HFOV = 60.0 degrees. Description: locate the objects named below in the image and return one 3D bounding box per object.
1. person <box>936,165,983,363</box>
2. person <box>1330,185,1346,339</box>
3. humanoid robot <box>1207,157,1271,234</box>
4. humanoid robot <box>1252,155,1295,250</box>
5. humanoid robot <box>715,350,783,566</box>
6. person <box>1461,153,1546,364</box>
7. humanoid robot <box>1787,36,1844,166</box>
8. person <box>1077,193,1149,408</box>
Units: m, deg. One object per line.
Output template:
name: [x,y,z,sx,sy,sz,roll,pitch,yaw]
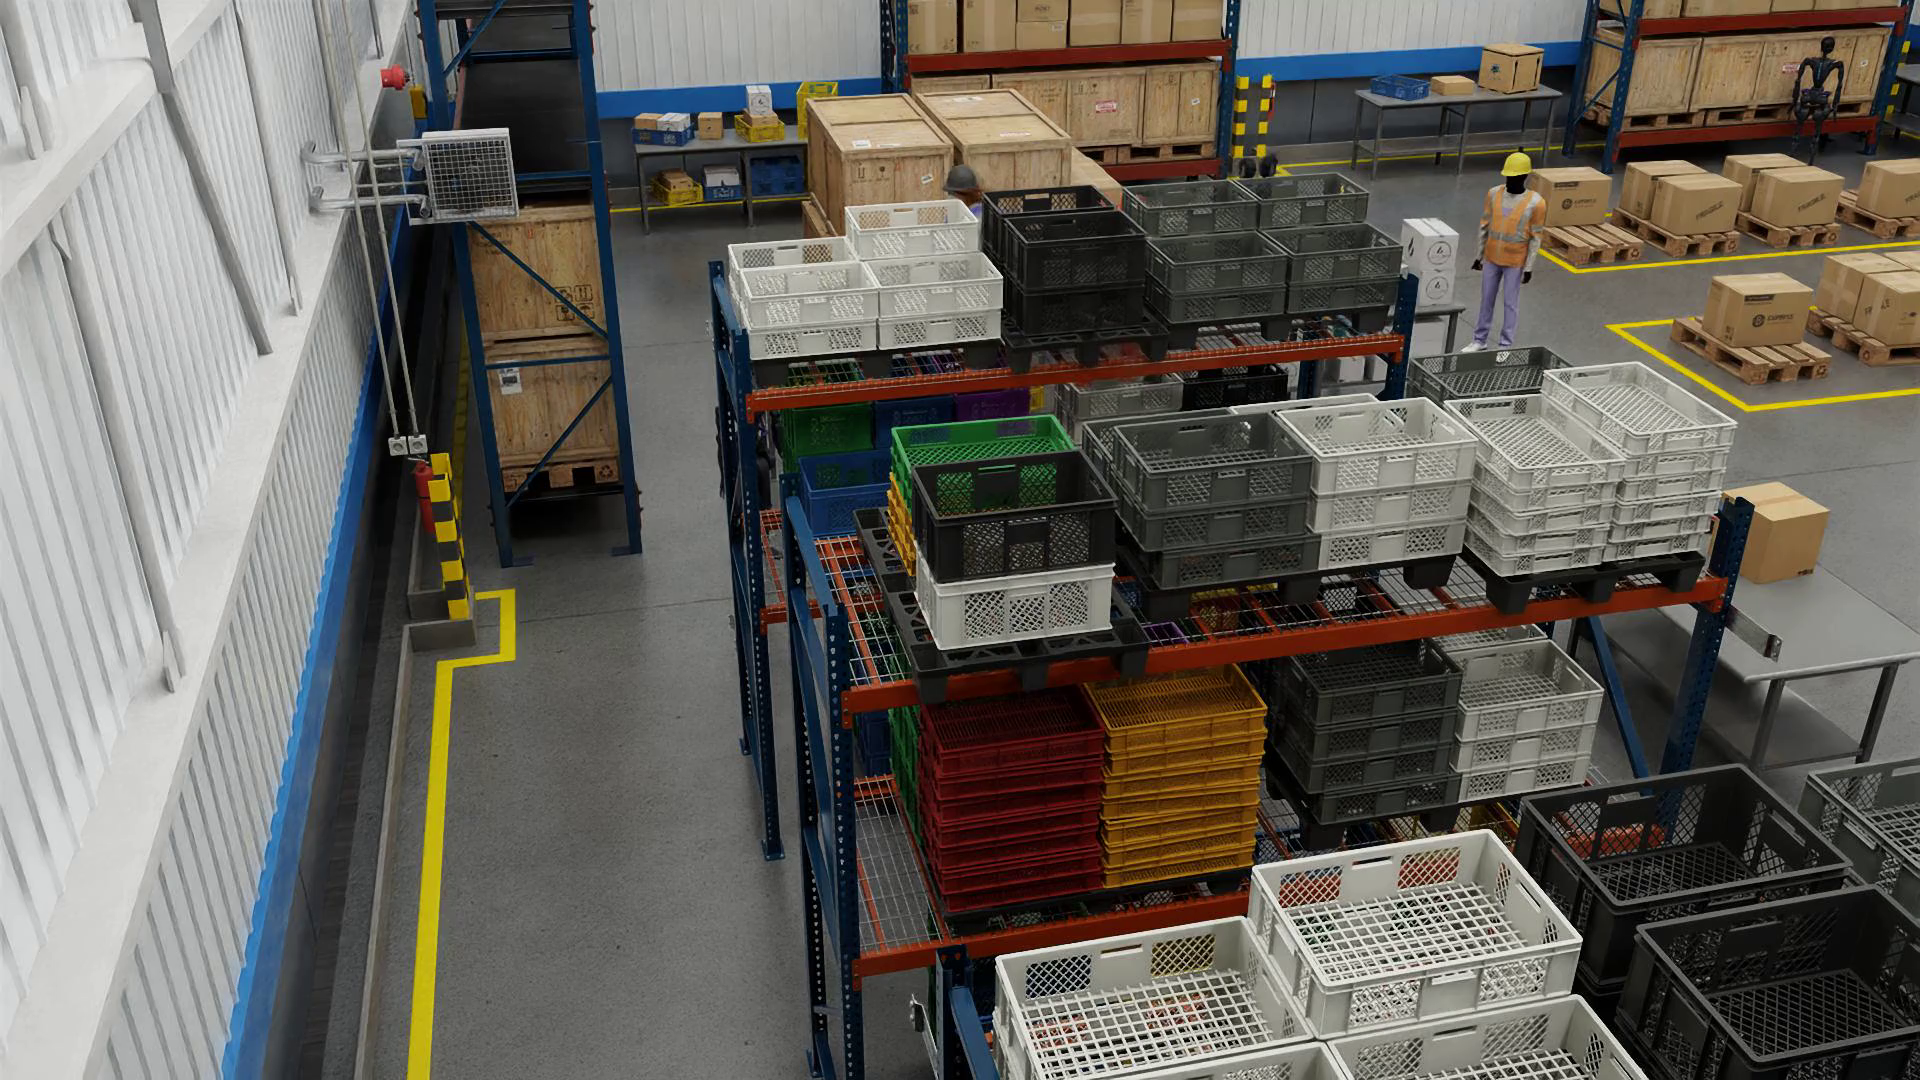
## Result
person: [0.015,-2.274,14.462,0.549,2.000,0.701,-6,28,-11]
person: [3.298,-2.285,14.773,0.326,1.768,0.524,-18,33,-30]
humanoid robot: [2.652,-2.847,15.937,0.658,1.647,0.405,1,28,2]
humanoid robot: [3.010,-3.012,16.282,0.636,1.624,0.656,11,30,20]
humanoid robot: [-1.459,-0.573,11.622,0.333,1.648,0.589,23,35,36]
person: [4.960,-2.572,15.148,0.363,1.926,0.592,-25,37,-39]
humanoid robot: [10.756,-5.490,20.936,0.586,1.657,0.331,17,32,30]
person: [1.324,-1.917,13.891,0.693,1.952,0.614,-23,36,-37]
